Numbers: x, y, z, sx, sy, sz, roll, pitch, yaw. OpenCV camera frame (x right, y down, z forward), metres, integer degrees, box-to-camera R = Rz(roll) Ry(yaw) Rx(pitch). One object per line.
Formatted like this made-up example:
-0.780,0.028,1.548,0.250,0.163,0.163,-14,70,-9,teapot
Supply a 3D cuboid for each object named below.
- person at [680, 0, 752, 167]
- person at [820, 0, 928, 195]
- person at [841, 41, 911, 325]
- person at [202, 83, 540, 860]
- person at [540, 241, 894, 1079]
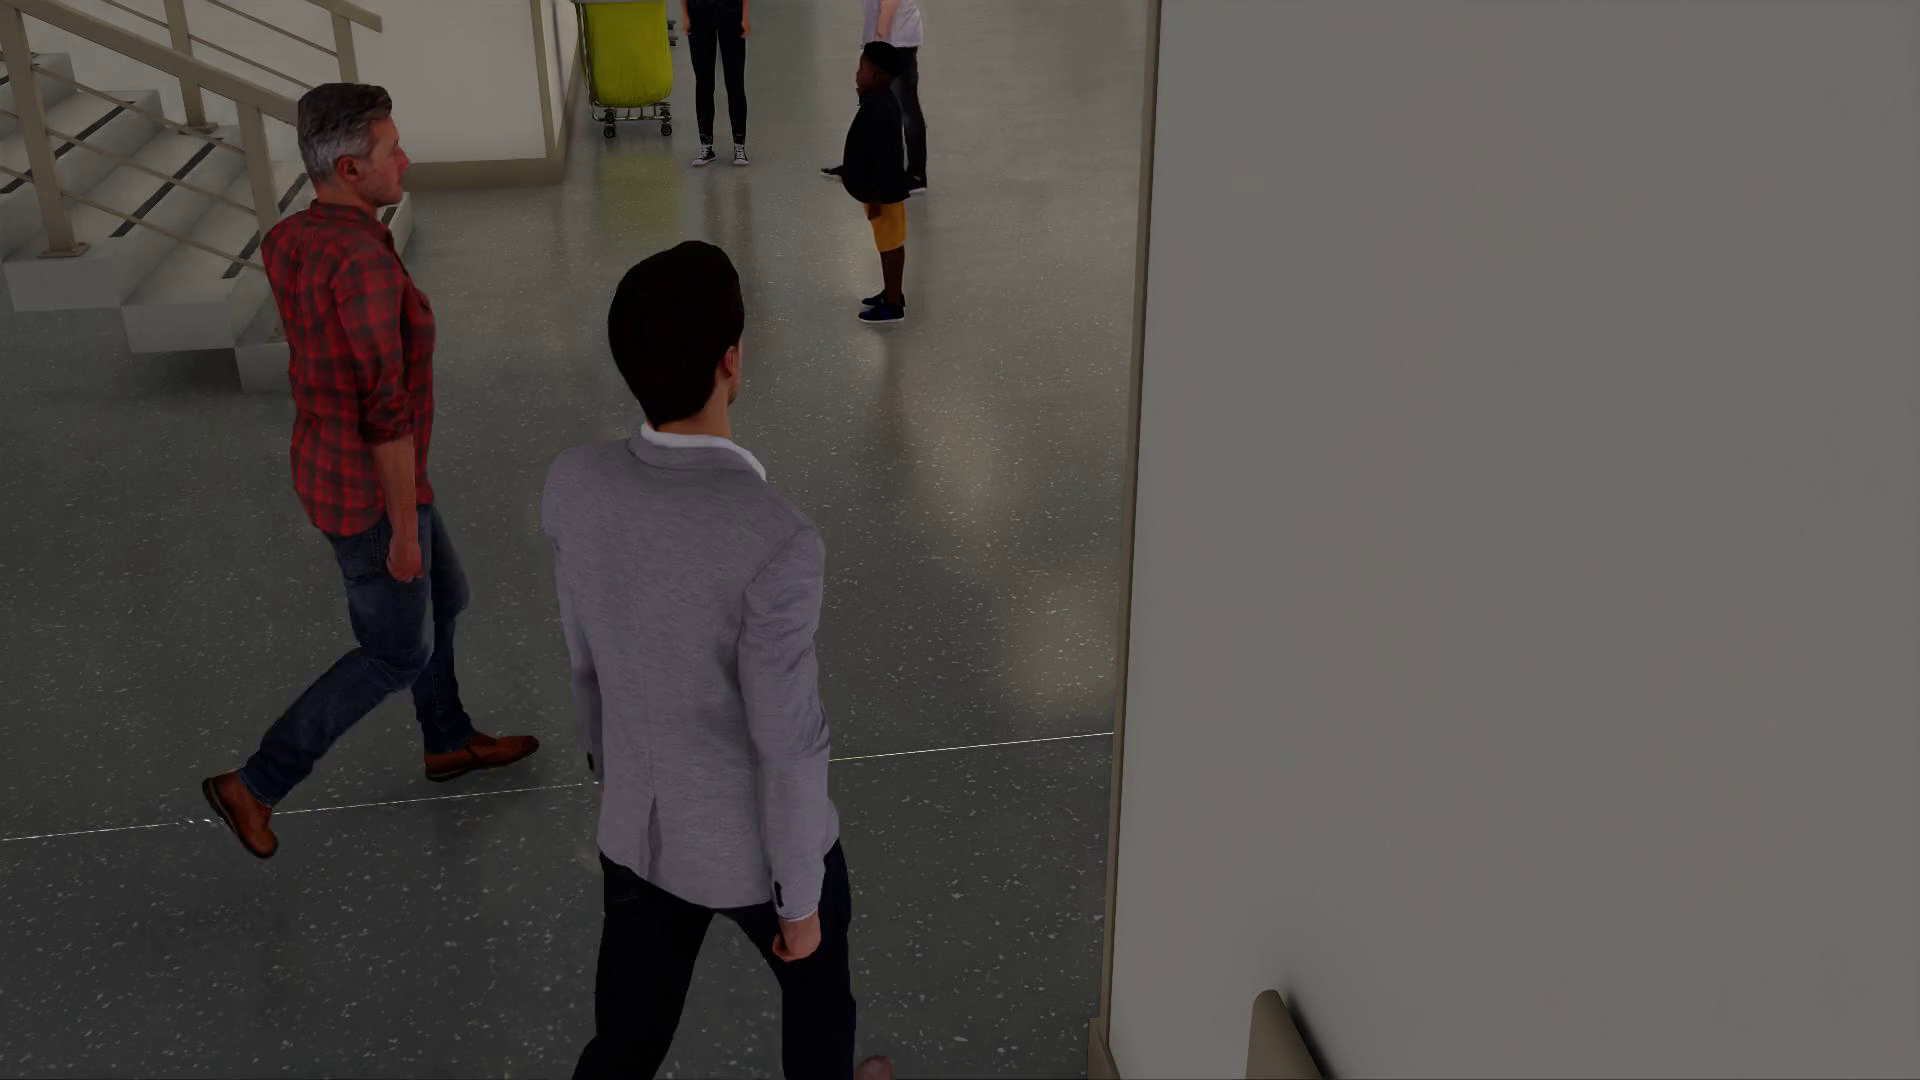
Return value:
-1.521,-3.240,10.374,0.527,1.768,0.702,0,26,1,person
-0.311,-2.923,9.656,0.878,1.821,0.728,-2,26,-4,person
-0.343,-1.640,7.629,0.600,1.271,0.574,3,26,6,person
-1.445,-0.088,3.807,1.211,1.795,1.022,-20,32,-35,person
-0.445,0.498,2.572,1.239,1.812,1.231,13,29,25,person
